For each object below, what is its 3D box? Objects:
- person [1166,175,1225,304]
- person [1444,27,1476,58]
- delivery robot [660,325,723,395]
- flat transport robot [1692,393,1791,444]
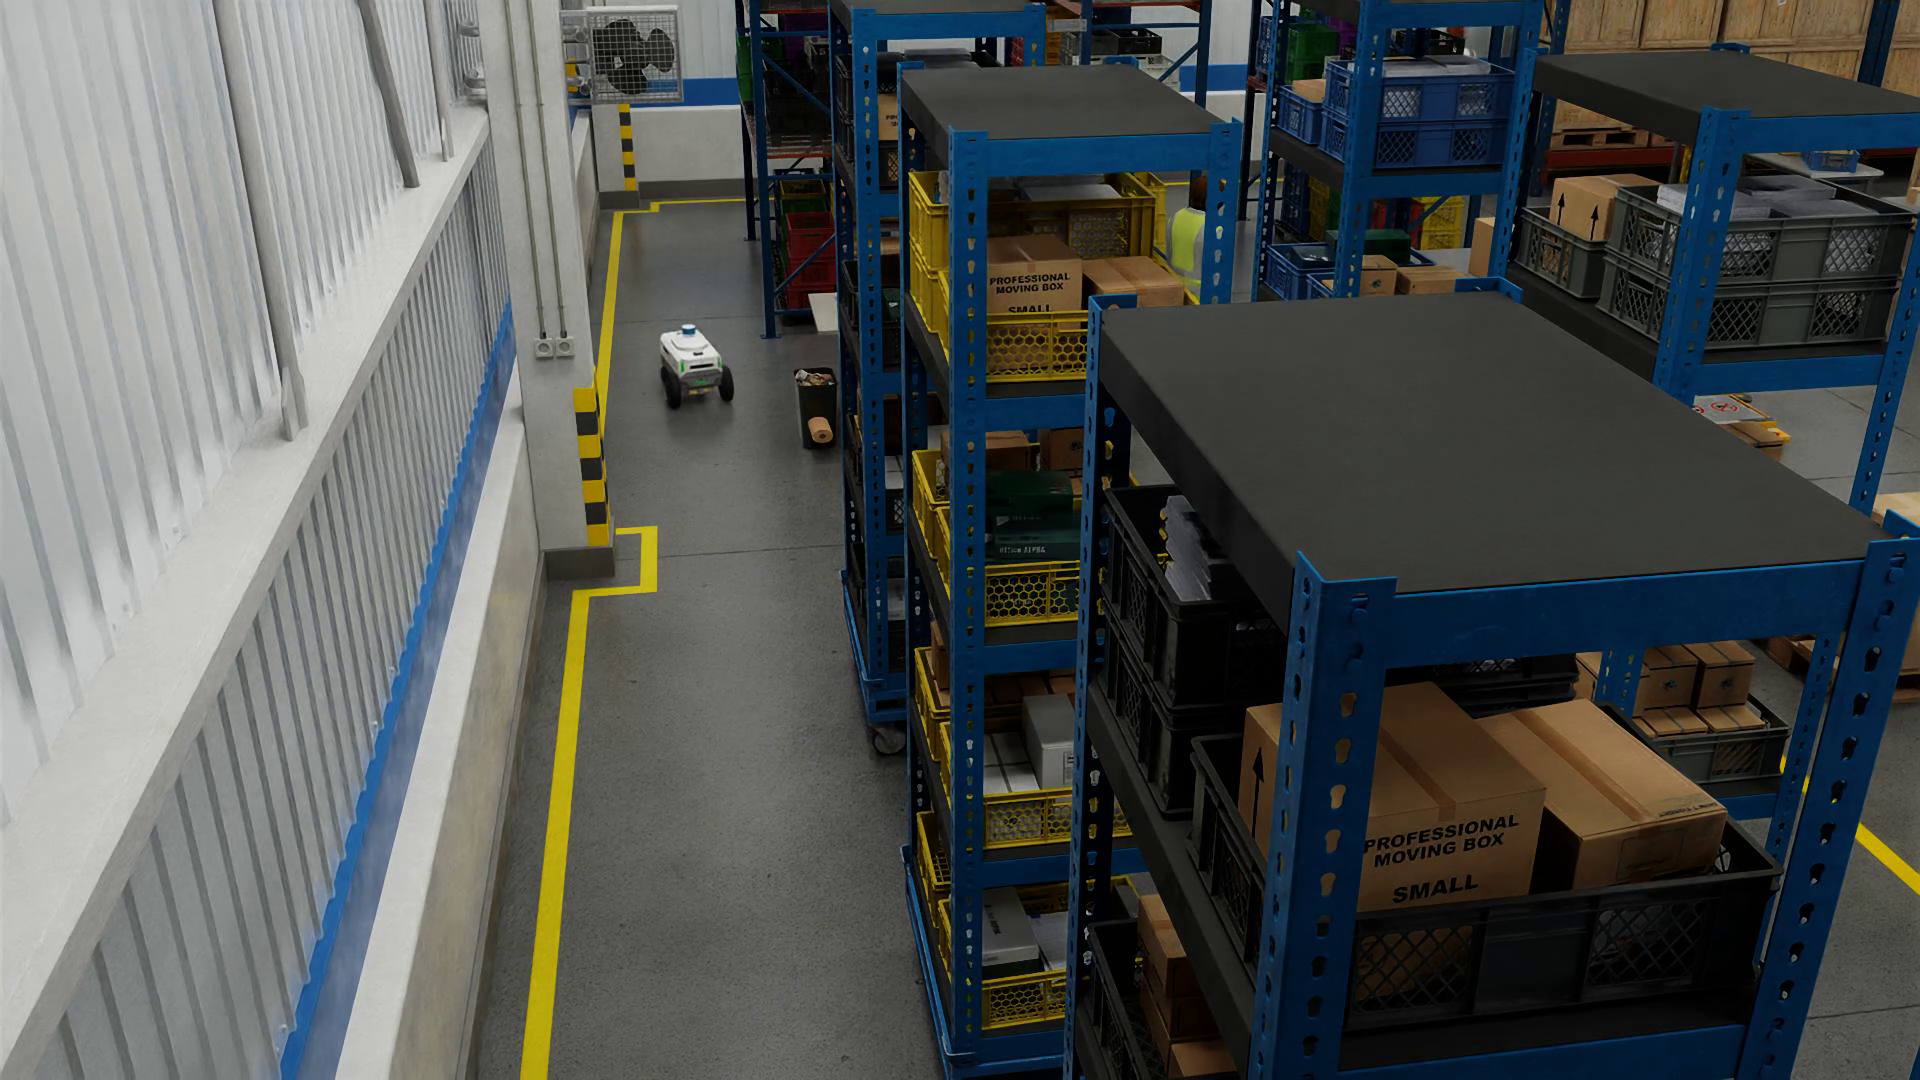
[{"bbox_3d":[1.774,-1.765,12.237,0.429,1.842,0.635,-14,28,-27],"label":"person"},{"bbox_3d":[5.682,-5.082,19.394,0.584,1.883,0.337,-9,26,-19],"label":"person"},{"bbox_3d":[-2.093,-1.430,12.924,0.477,0.478,0.707,-10,27,-20],"label":"delivery robot"},{"bbox_3d":[5.224,-0.859,12.132,1.431,0.197,0.652,-4,25,-8],"label":"flat transport robot"}]
